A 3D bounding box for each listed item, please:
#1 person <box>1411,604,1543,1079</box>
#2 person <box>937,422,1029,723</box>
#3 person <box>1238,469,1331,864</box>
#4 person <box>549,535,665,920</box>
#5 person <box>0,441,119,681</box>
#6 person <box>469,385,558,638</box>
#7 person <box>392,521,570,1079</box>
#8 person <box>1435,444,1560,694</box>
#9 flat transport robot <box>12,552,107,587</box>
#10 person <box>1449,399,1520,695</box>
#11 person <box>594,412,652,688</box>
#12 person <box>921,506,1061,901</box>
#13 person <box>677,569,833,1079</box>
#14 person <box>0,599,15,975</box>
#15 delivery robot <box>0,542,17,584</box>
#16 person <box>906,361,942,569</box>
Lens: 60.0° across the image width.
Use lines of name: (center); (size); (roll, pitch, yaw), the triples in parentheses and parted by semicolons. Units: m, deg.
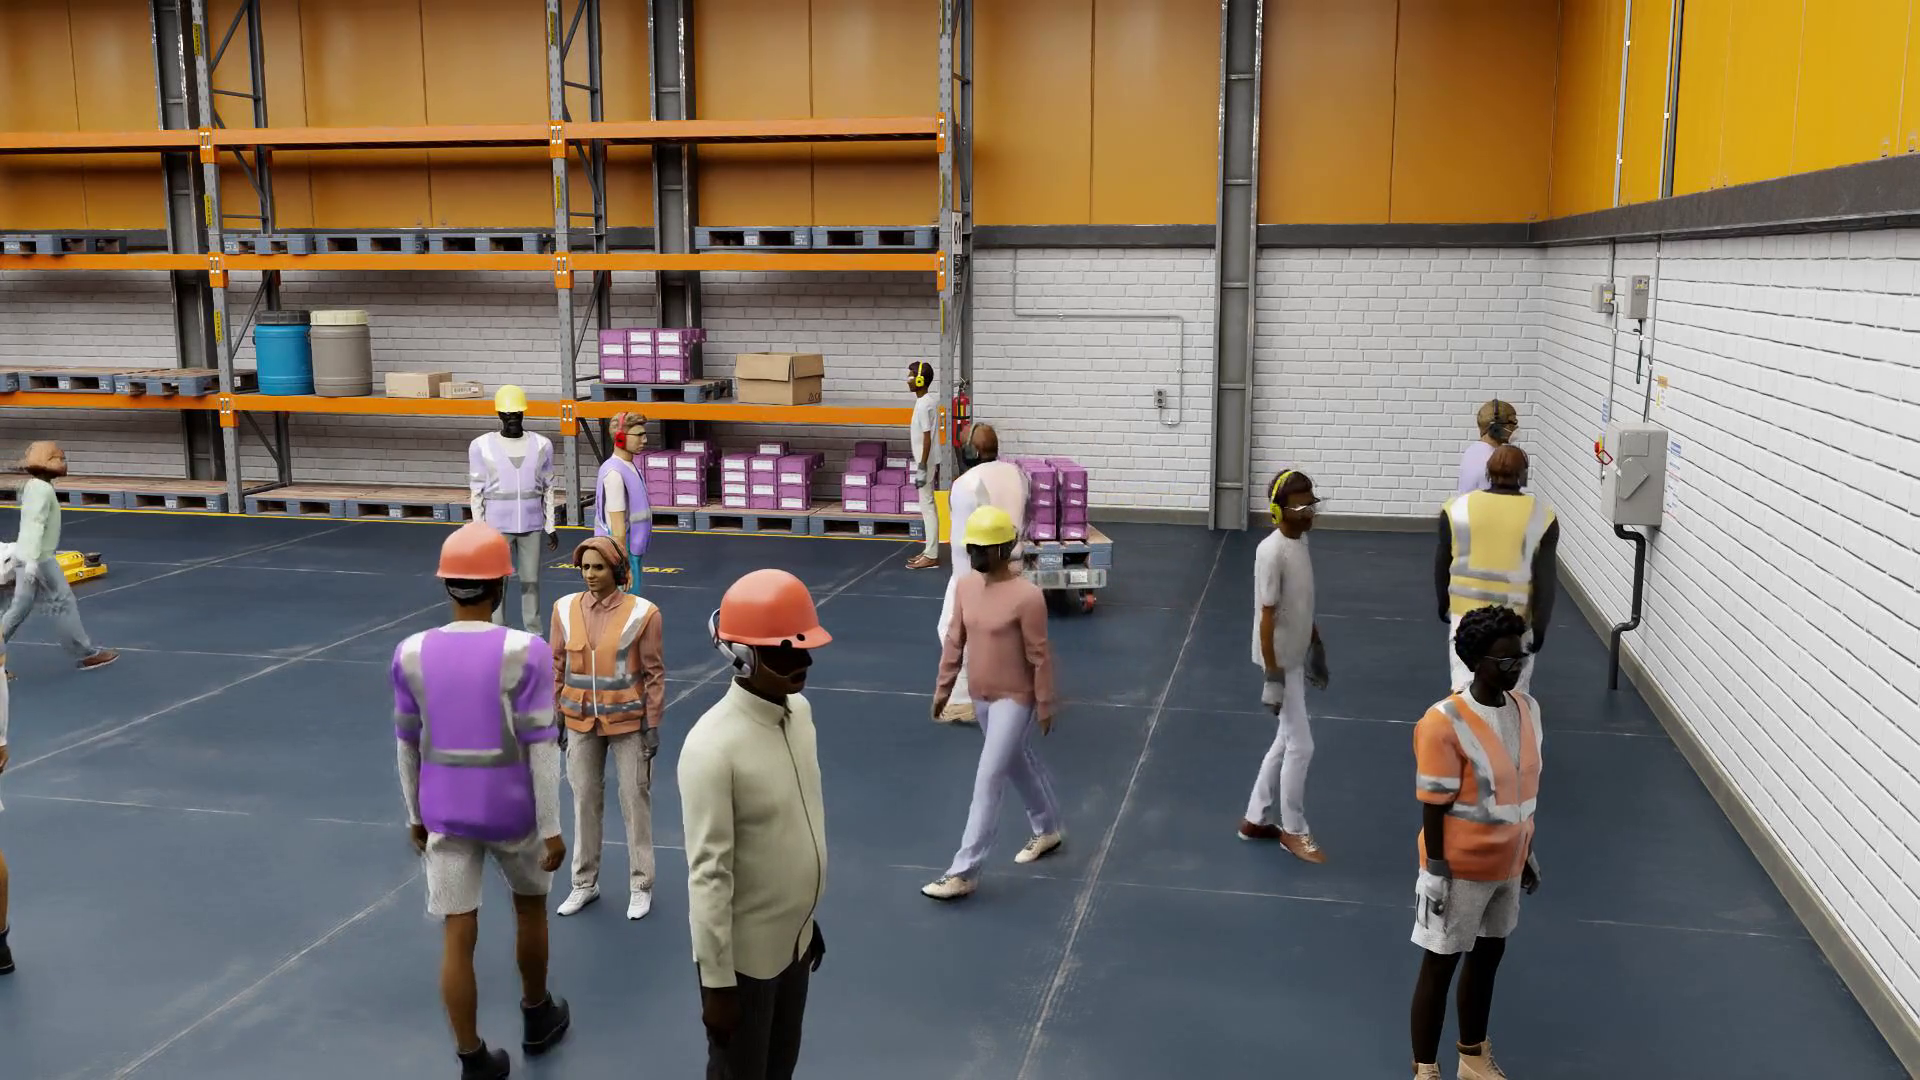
person: (1.670, 1.040, 5.362); (0.532, 1.697, 0.319); (-7, 12, -34)
person: (0.116, 0.209, 9.926); (0.646, 1.824, 0.606); (-9, 13, -43)
person: (1.514, 0.582, 7.726); (0.439, 1.846, 0.590); (4, 10, 23)
person: (-1.493, 0.786, 7.035); (0.511, 1.640, 0.308); (2, 10, 10)
person: (-6.147, 0.134, 11.086); (0.840, 1.574, 0.539); (-8, 12, -39)
person: (-3.066, -0.107, 11.474); (0.585, 1.928, 0.369); (-5, 11, -29)
person: (-1.588, 0.879, 5.664); (0.571, 1.913, 0.780); (0, 10, 1)
person: (2.893, 0.374, 9.008); (0.632, 1.796, 0.915); (4, 10, 21)
flat transport robot: (-8.238, 0.228, 14.388); (1.431, 0.197, 0.652); (2, 10, 11)
person: (3.216, 0.102, 10.203); (0.379, 1.940, 0.629); (1, 10, 6)
person: (-2.096, 0.118, 10.389); (0.378, 1.842, 0.569); (-1, 10, -5)
person: (0.158, 0.689, 7.390); (0.947, 1.708, 0.535); (-8, 13, -40)
person: (-0.511, 1.054, 4.400); (0.396, 1.992, 0.619); (3, 10, 18)
person: (-3.908, 0.762, 6.324); (0.383, 1.933, 0.542); (6, 11, 31)
delivery robot: (-7.904, 0.183, 13.534); (0.477, 0.478, 0.707); (-3, 10, -16)
person: (-0.335, -0.672, 14.988); (0.335, 1.873, 0.521); (1, 10, 6)
